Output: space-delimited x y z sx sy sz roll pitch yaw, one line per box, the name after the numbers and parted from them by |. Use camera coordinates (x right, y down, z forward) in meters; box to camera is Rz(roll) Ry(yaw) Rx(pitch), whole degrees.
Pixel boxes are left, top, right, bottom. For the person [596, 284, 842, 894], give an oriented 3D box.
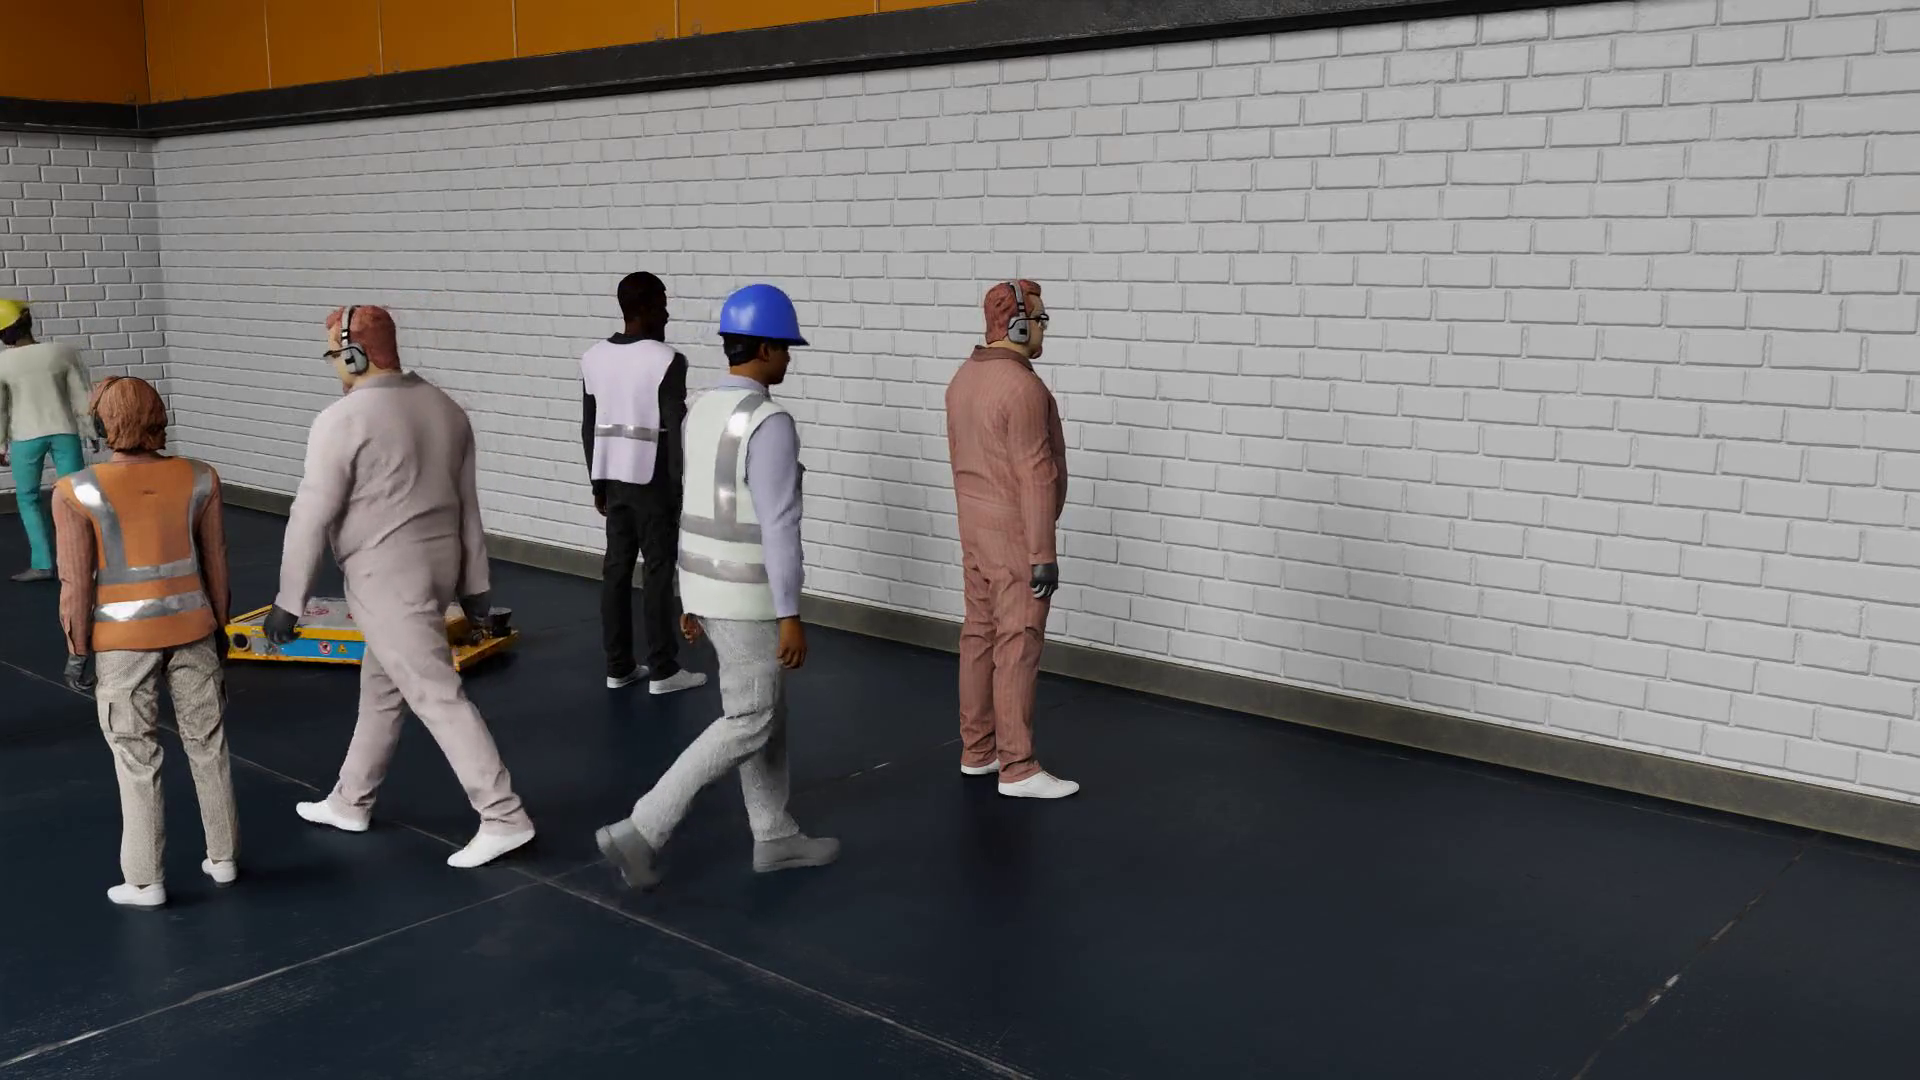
-0.756 0.174 5.139 0.793 1.922 0.645 -6 11 -29 | person

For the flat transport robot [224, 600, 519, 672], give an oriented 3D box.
-2.988 0.458 8.205 1.431 0.197 0.652 2 10 10 | flat transport robot

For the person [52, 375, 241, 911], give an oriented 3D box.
-2.487 0.317 5.116 0.315 1.640 0.515 9 13 40 | person

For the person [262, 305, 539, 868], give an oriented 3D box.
-1.847 0.154 5.501 1.032 1.848 0.651 3 10 18 | person

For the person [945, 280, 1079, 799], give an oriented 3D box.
0.199 0.000 6.166 0.407 1.908 0.641 -5 11 -26 | person

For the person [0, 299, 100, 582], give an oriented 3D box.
-5.546 -0.611 10.179 0.672 1.724 0.305 -8 13 -38 | person

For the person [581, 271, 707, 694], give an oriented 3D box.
-1.465 -0.254 7.583 0.590 1.916 0.389 6 12 31 | person
